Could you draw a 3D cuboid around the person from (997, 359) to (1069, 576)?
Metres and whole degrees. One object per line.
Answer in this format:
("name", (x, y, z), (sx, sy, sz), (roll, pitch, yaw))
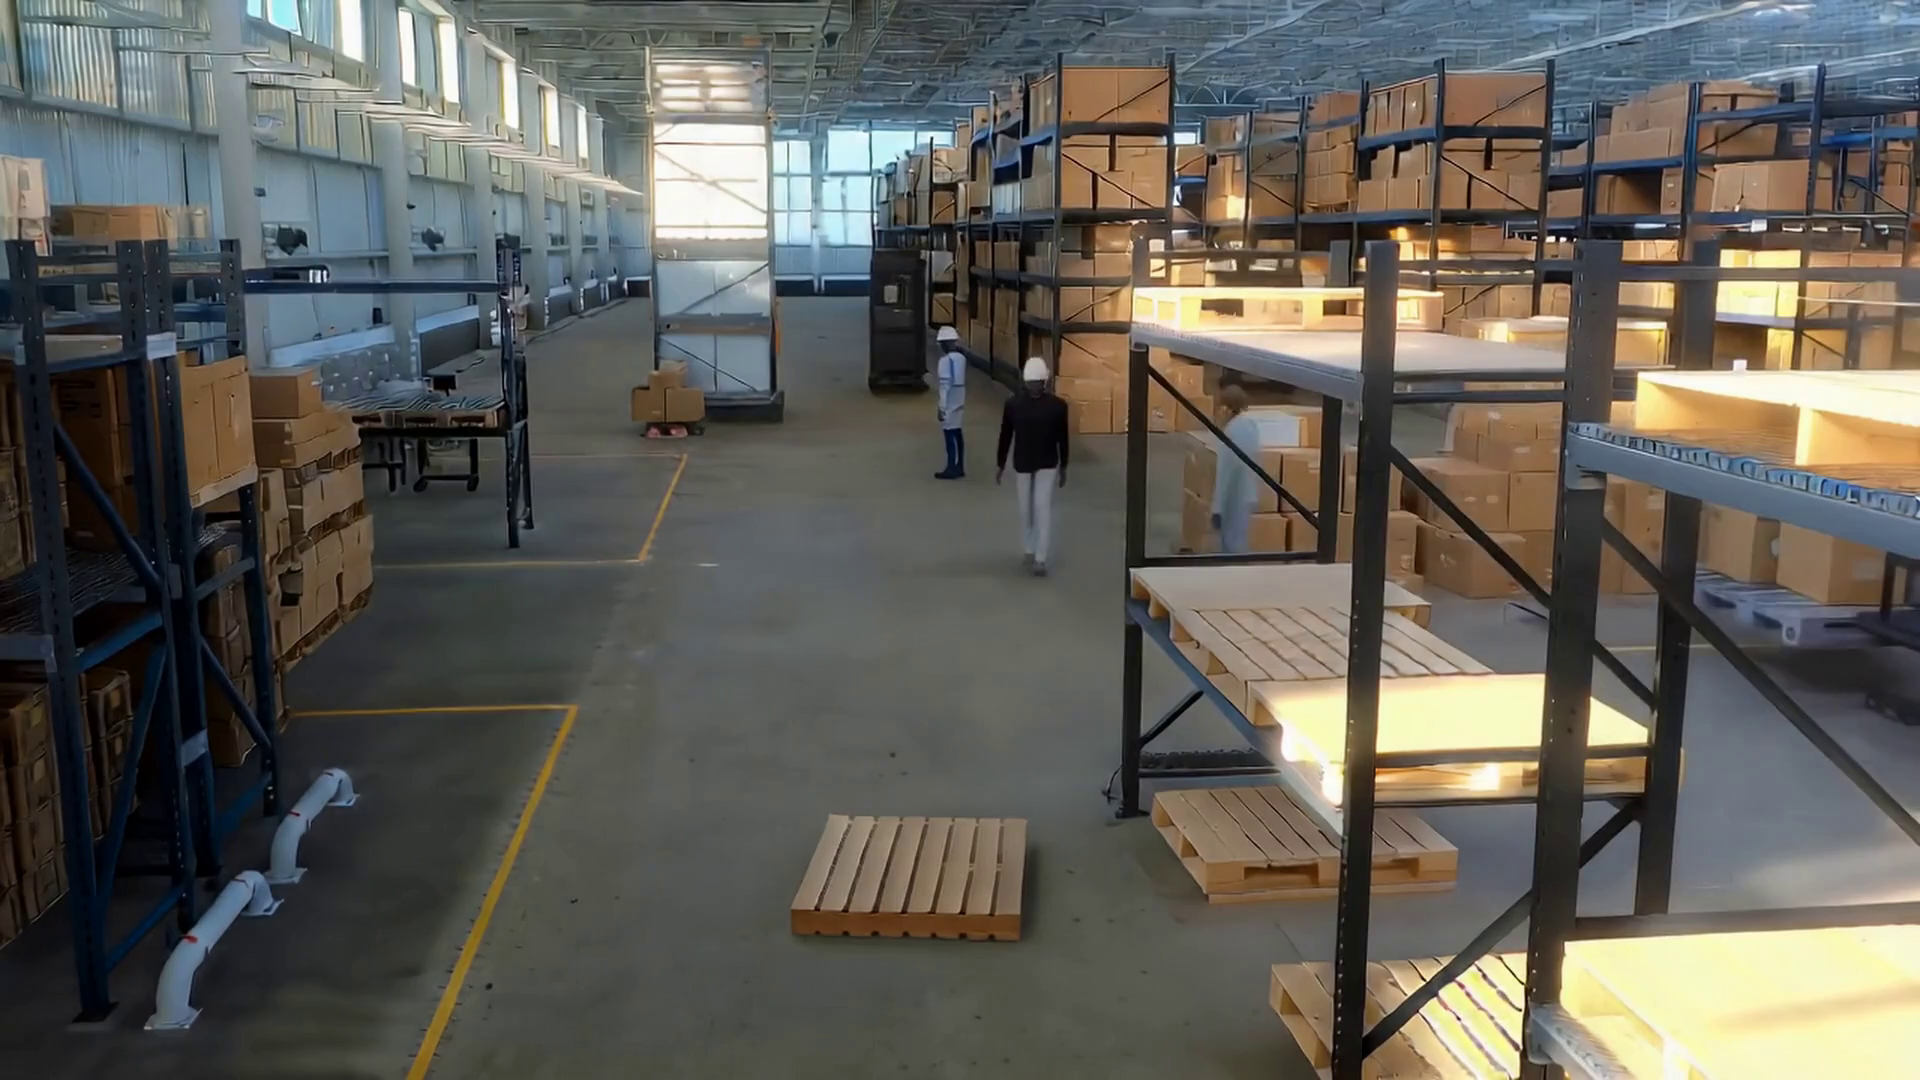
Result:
("person", (0.664, -0.668, 15.201), (0.628, 1.953, 0.875), (3, 11, 14))

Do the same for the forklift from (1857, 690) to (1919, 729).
("forklift", (6.429, -0.120, 9.599), (1.129, 2.768, 1.873), (-1, 10, -6))

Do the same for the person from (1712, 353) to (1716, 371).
("person", (8.160, -1.177, 18.368), (0.446, 1.826, 0.655), (-5, 11, -27))

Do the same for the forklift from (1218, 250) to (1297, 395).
("forklift", (5.890, -4.287, 32.689), (1.129, 2.768, 1.873), (-1, 10, -6))

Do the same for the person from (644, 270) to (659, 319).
("person", (-11.973, -9.526, 64.466), (0.400, 1.895, 0.651), (9, 13, 40))

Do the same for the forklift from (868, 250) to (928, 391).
("forklift", (-1.297, -4.497, 33.851), (1.129, 2.768, 1.873), (-1, 10, -6))

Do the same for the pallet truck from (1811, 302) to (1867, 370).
("pallet truck", (15.846, -3.142, 28.793), (1.885, 1.965, 0.823), (2, 10, 12))

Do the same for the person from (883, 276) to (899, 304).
("person", (-2.293, -7.752, 54.778), (0.563, 1.837, 0.388), (0, 10, 3))

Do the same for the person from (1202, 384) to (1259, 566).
("person", (2.056, -0.286, 13.256), (0.836, 1.887, 0.686), (4, 11, 20))

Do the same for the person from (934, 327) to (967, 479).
("person", (-0.147, -1.746, 21.228), (0.370, 1.933, 0.553), (6, 12, 30))
